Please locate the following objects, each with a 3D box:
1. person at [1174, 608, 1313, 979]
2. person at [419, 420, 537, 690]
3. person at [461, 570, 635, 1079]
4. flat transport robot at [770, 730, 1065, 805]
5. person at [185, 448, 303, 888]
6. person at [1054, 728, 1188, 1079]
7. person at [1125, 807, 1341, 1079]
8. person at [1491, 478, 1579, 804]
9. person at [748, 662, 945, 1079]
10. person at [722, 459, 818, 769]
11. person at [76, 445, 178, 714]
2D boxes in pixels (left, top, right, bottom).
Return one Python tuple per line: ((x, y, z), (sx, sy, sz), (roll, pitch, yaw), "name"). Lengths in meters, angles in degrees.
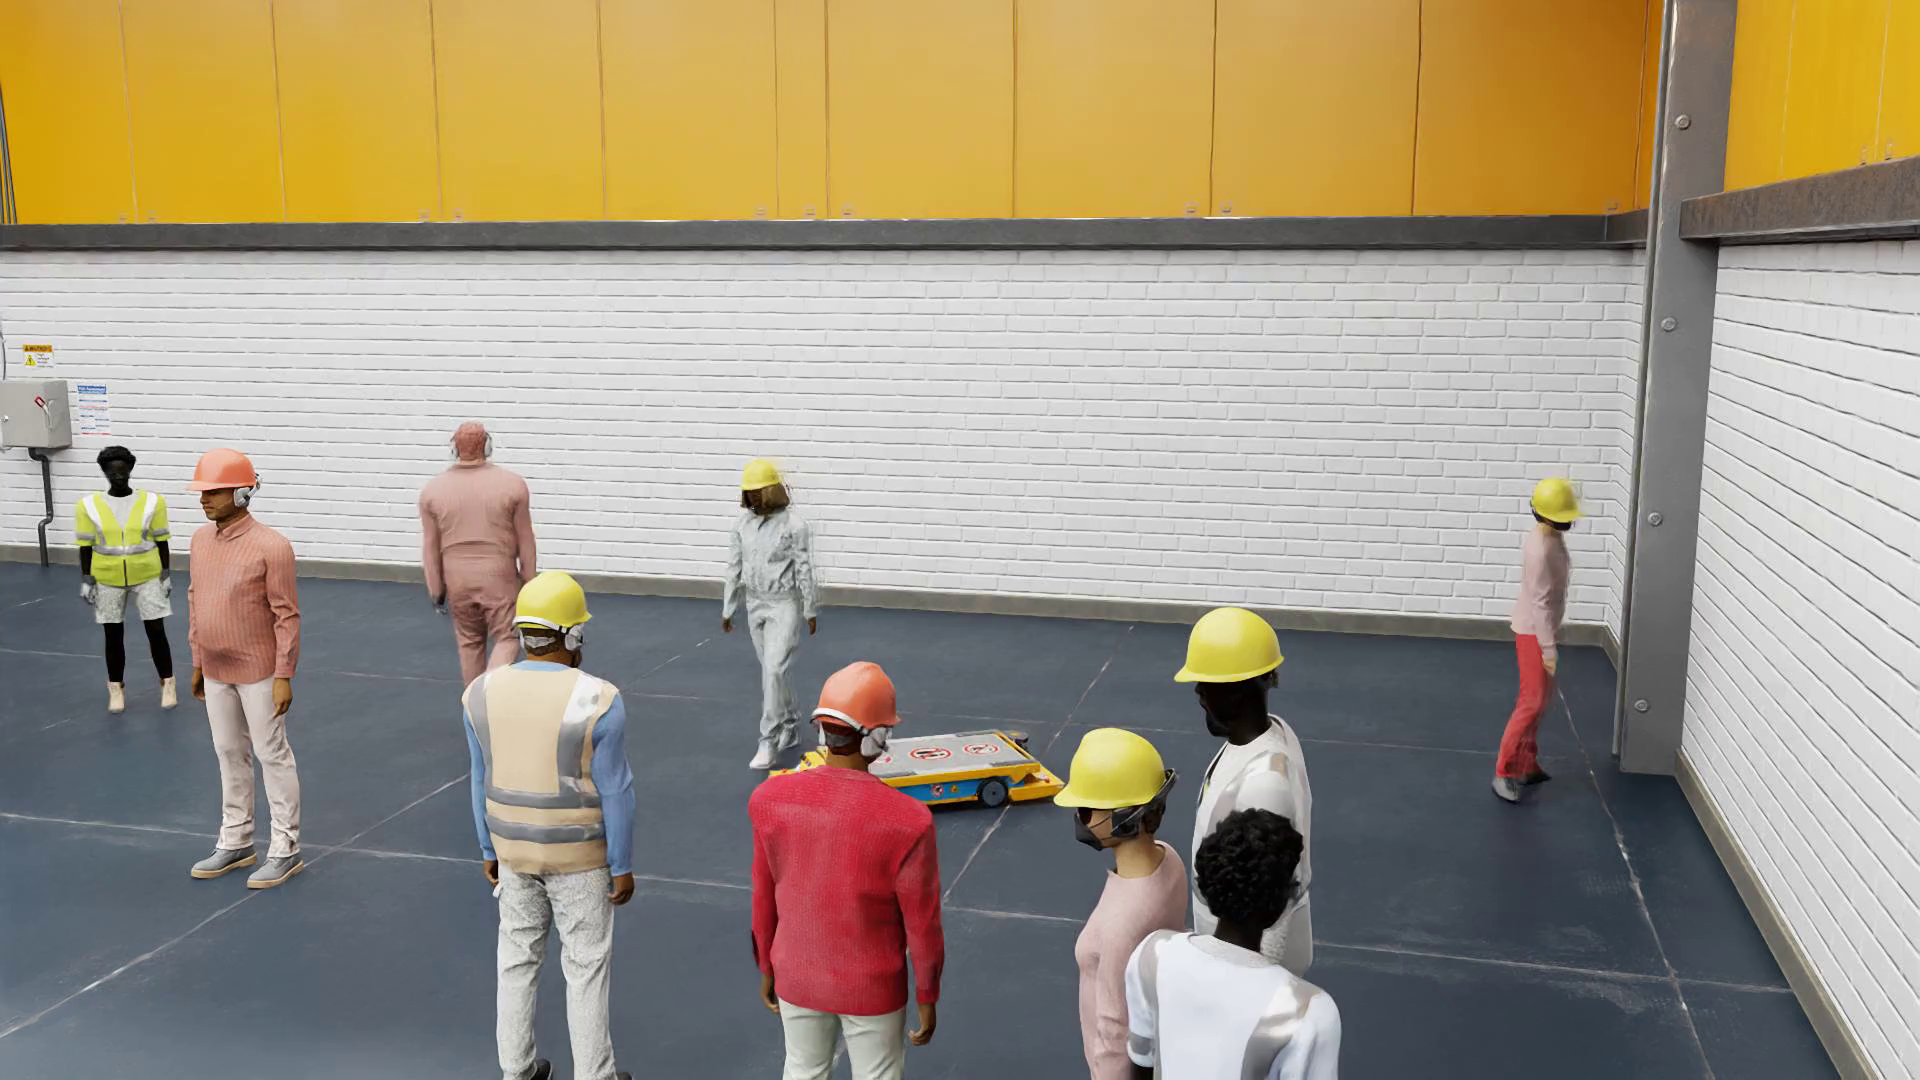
((0.755, 1.126, 4.496), (0.383, 1.920, 0.585), (1, 10, 7), "person")
((-2.827, 0.243, 9.776), (0.658, 1.888, 0.663), (0, 10, -1), "person")
((-1.334, 1.007, 5.497), (0.591, 1.824, 0.404), (3, 10, 17), "person")
((-0.231, 1.226, 8.753), (1.431, 0.197, 0.652), (-3, 10, -19), "flat transport robot")
((-3.252, 0.574, 7.523), (0.610, 1.996, 0.379), (4, 11, 24), "person")
((0.390, 1.301, 3.948), (0.342, 1.761, 0.525), (3, 10, 18), "person")
((0.574, 1.400, 3.567), (0.319, 1.691, 0.540), (-9, 13, -44), "person")
((3.047, 0.508, 8.748), (0.338, 1.719, 0.637), (4, 10, 22), "person")
((-0.304, 1.195, 4.633), (0.574, 1.737, 0.354), (3, 10, 19), "person")
((-1.116, 0.409, 9.297), (0.516, 1.710, 0.772), (5, 11, 28), "person")
((-5.195, 0.244, 10.374), (0.535, 1.688, 0.322), (-4, 11, -23), "person")
